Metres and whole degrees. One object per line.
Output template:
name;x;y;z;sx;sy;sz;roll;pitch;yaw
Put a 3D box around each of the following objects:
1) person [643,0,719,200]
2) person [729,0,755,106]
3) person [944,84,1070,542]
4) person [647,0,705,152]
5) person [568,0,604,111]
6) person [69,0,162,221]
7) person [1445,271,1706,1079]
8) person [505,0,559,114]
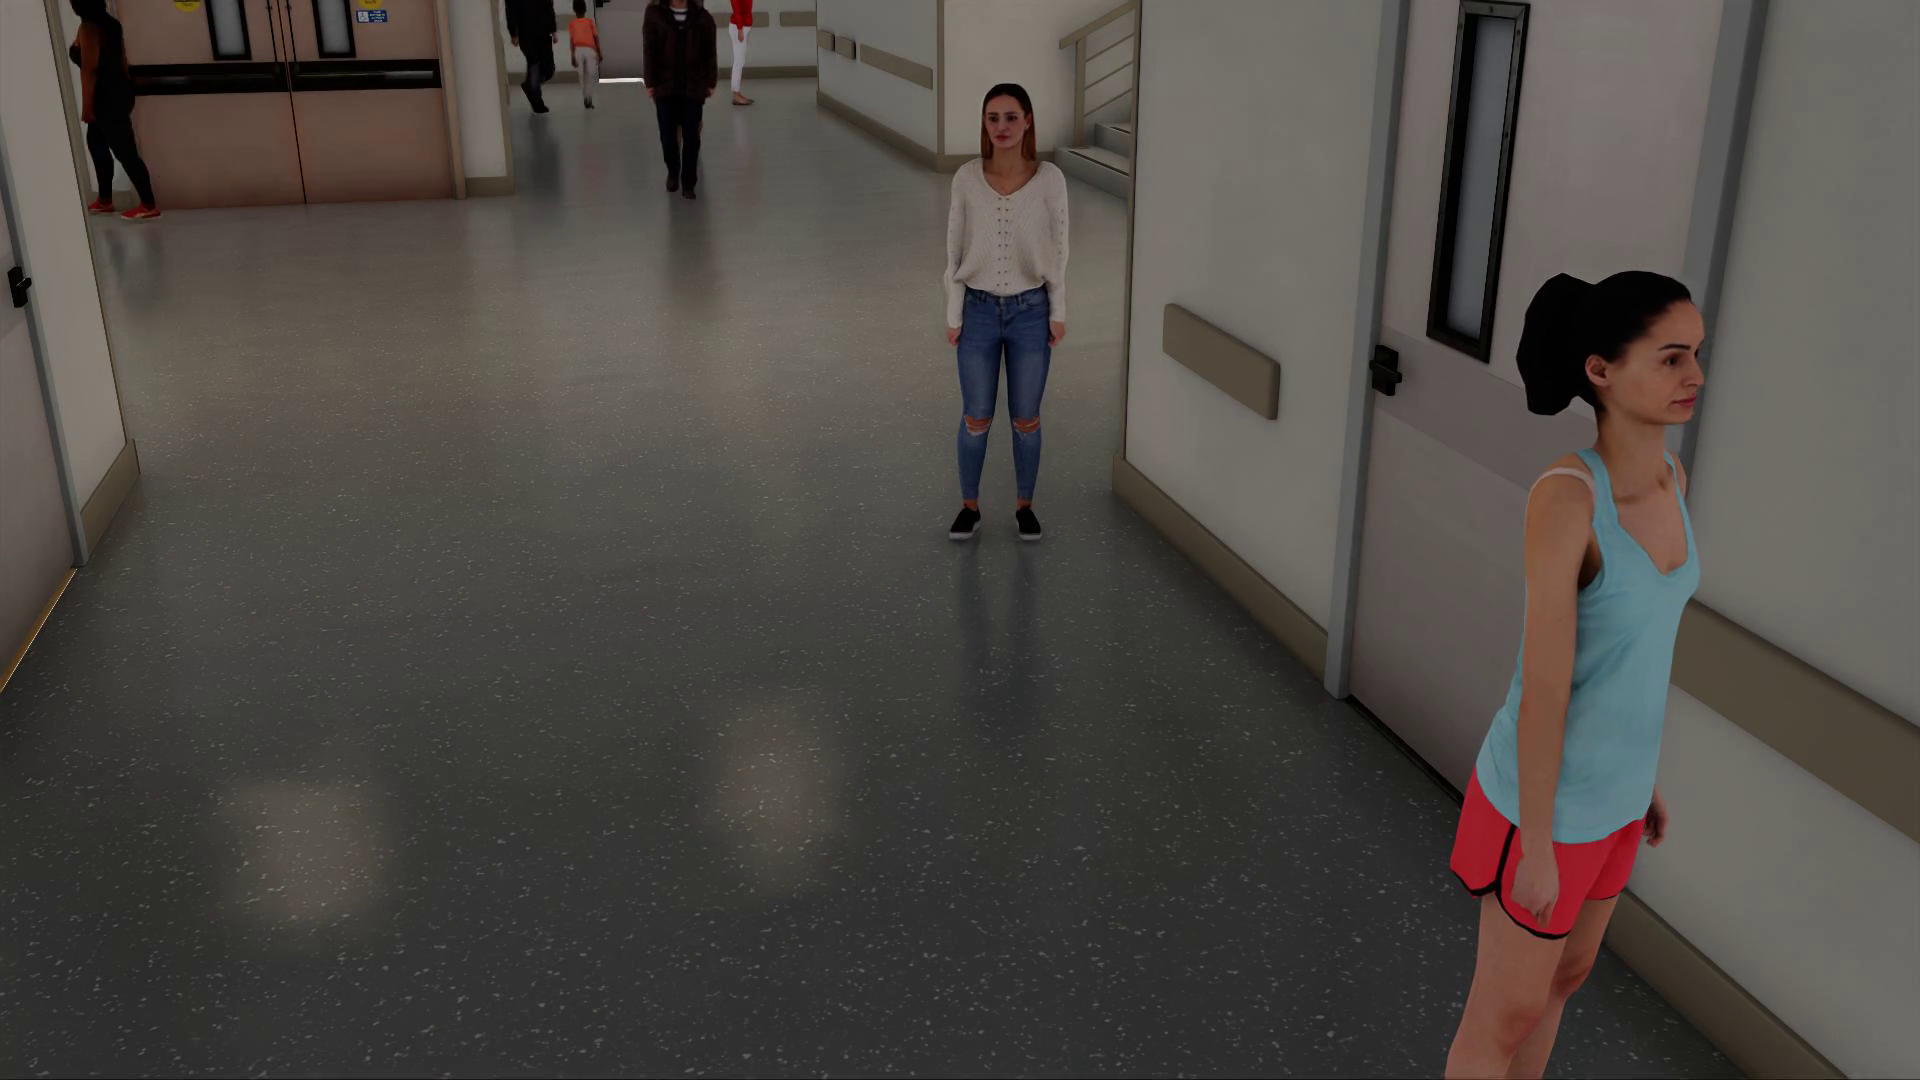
person;-2.304;-3.731;13.648;0.626;1.827;0.814;-5;21;-12
person;-2.717;-6.245;20.473;0.603;1.694;0.608;0;21;1
person;0.163;-0.819;6.152;0.609;1.692;0.747;2;21;5
person;-2.700;-4.634;16.043;1.072;1.819;0.801;-3;21;-8
person;-4.438;-5.725;19.678;0.841;1.285;0.724;2;21;5
person;-6.337;-3.308;12.596;0.924;1.782;0.771;-3;21;-7
person;1.005;0.432;2.746;0.662;1.764;0.753;-18;27;-39
person;-5.055;-5.978;19.557;1.085;1.844;1.064;19;28;41
